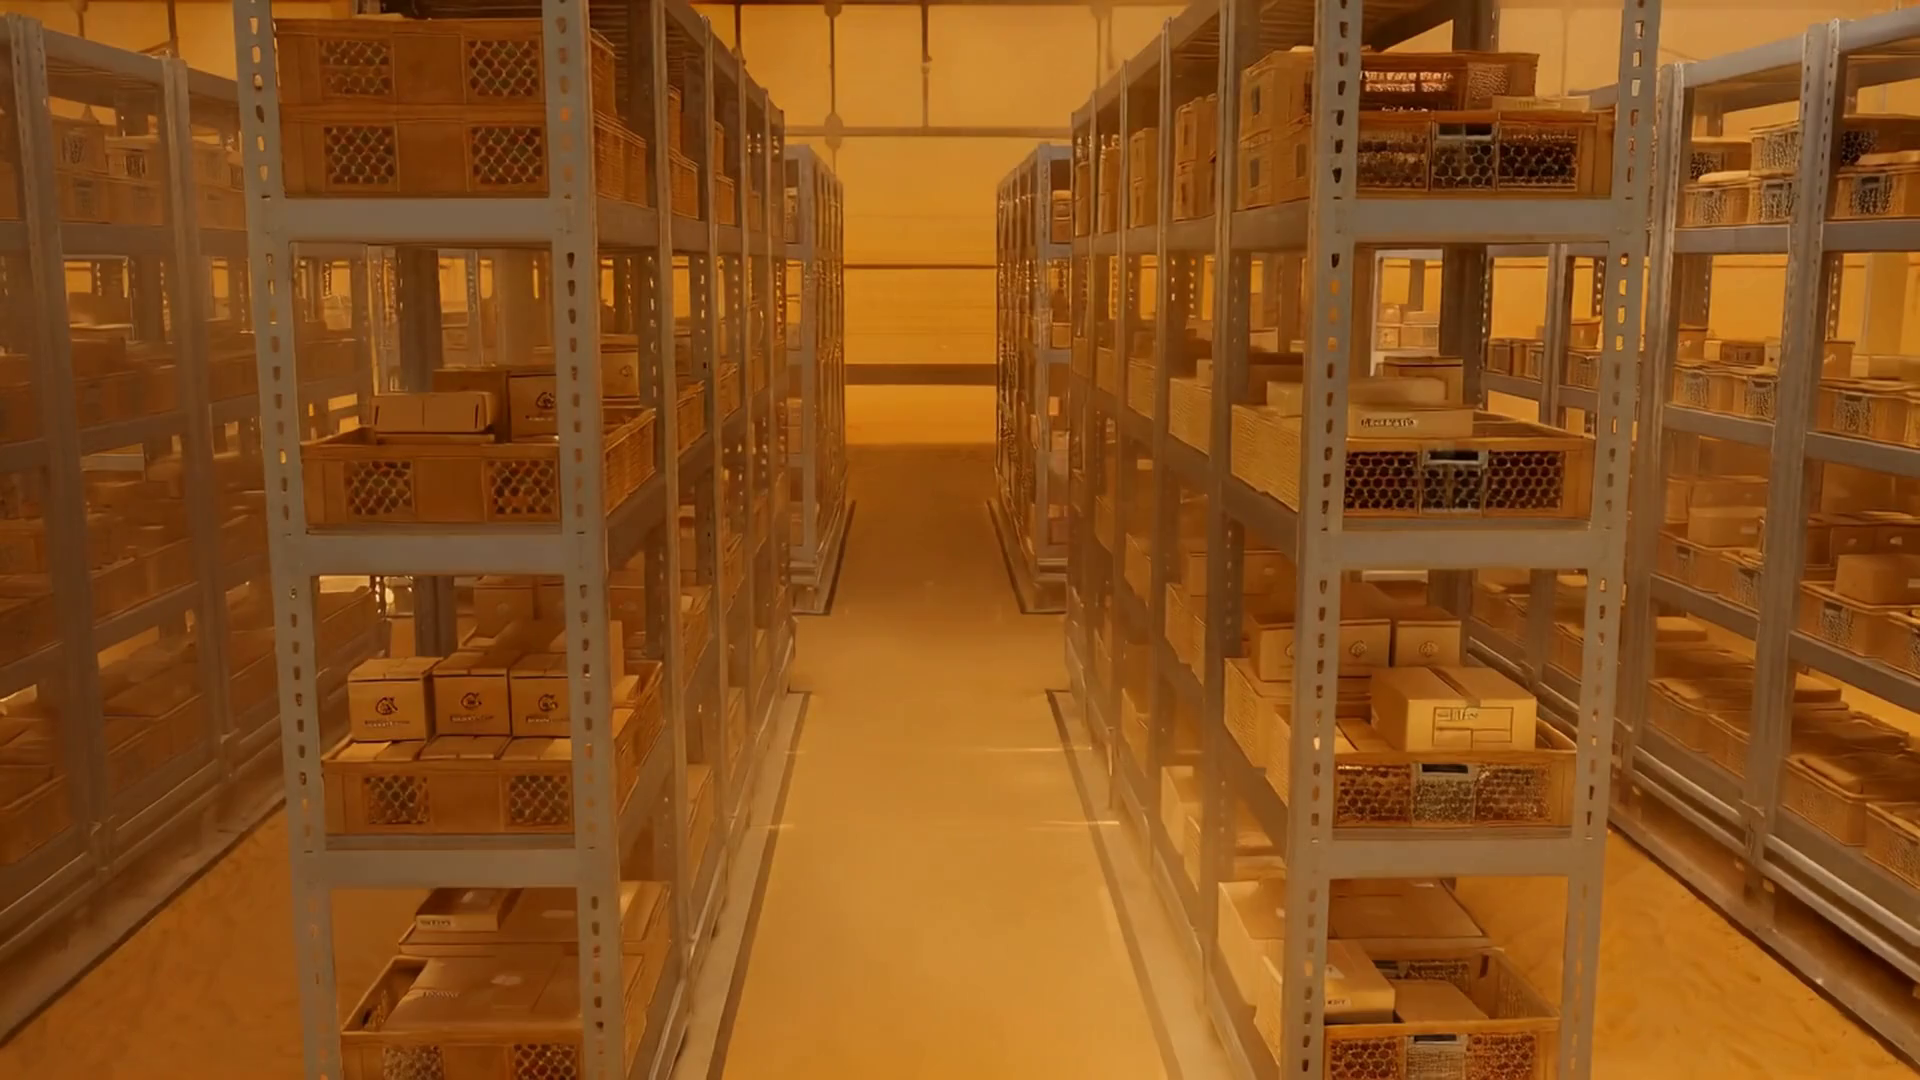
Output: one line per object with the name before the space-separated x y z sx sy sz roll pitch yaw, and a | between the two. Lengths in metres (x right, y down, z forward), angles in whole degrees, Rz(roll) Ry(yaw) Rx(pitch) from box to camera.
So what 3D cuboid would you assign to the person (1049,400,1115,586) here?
person | 0.924 -0.045 11.220 0.668 1.796 0.382 1 9 3
